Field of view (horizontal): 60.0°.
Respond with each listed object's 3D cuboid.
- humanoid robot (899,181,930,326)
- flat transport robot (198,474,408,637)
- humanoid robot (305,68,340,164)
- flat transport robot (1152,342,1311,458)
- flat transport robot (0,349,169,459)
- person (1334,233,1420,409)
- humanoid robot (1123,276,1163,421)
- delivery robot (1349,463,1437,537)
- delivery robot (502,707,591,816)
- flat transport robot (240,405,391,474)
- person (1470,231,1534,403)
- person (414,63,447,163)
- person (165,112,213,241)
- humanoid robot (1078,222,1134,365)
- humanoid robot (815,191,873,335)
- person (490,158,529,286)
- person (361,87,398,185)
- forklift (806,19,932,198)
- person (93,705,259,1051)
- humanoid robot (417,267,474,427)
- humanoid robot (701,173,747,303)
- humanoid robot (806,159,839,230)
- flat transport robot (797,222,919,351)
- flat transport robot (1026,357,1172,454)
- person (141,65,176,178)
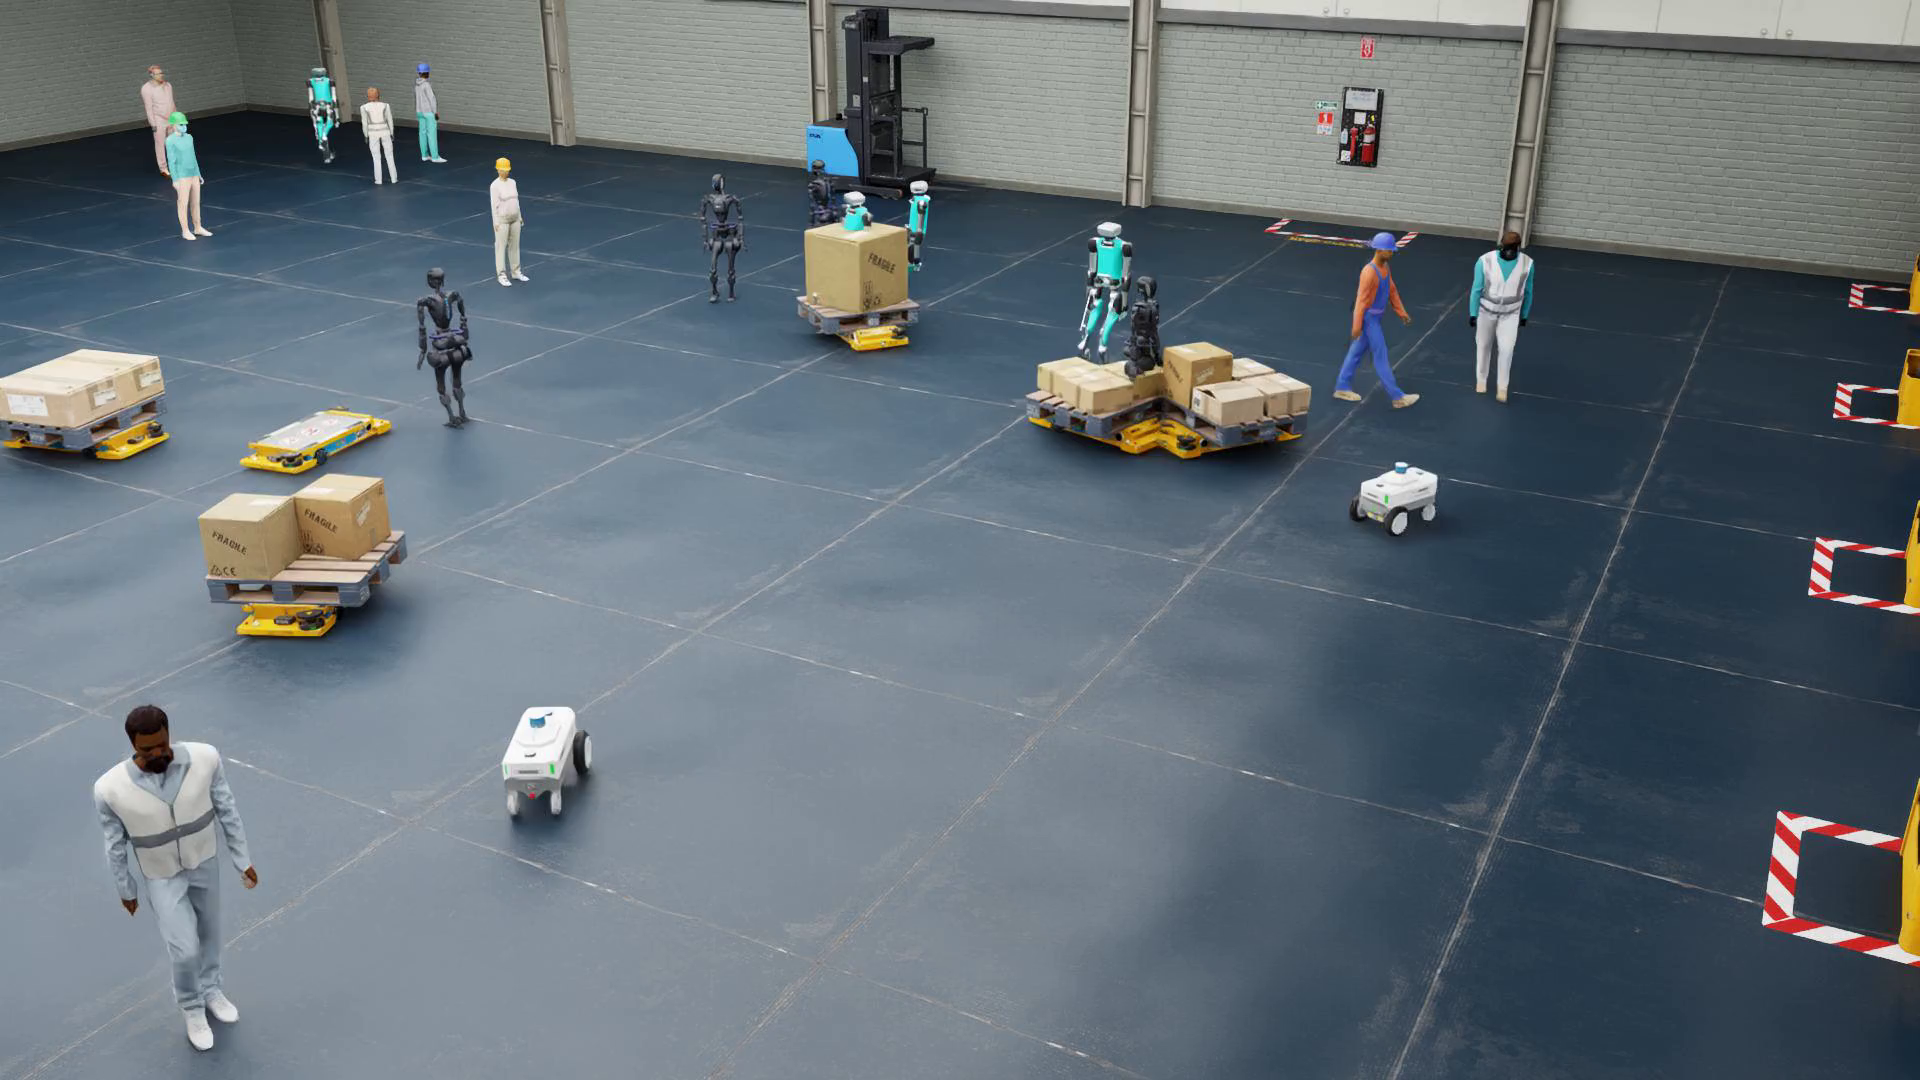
[{"bbox_3d":[-0.719,-3.517,20.450,0.719,1.767,0.530,-3,23,-6],"label":"humanoid robot"},{"bbox_3d":[-5.143,0.385,13.268,0.659,0.231,1.431,1,23,3],"label":"flat transport robot"},{"bbox_3d":[-11.476,-7.572,29.928,0.550,1.723,1.042,0,23,0],"label":"humanoid robot"},{"bbox_3d":[2.691,-1.085,16.690,1.431,0.231,0.659,-11,26,-24],"label":"flat transport robot"},{"bbox_3d":[-8.726,-1.052,16.613,1.431,0.231,0.659,7,24,15],"label":"flat transport robot"},{"bbox_3d":[4.460,-2.305,17.515,0.994,1.853,0.520,12,26,26],"label":"person"},{"bbox_3d":[1.866,-1.818,16.621,0.594,1.638,0.597,14,27,30],"label":"humanoid robot"},{"bbox_3d":[3.846,-0.373,14.692,0.790,0.614,0.499,-16,28,-32],"label":"delivery robot"},{"bbox_3d":[-2.670,1.366,10.610,0.499,0.587,0.788,-1,23,-1],"label":"delivery robot"},{"bbox_3d":[-6.374,-0.999,16.489,0.659,0.231,1.431,8,25,19],"label":"flat transport robot"},{"bbox_3d":[5.753,-2.385,17.756,0.641,1.810,0.788,6,24,14],"label":"person"},{"bbox_3d":[-9.753,-7.813,30.443,0.543,1.776,0.358,17,29,35],"label":"person"},{"bbox_3d":[-11.504,-5.419,24.748,0.366,1.870,0.529,9,25,21],"label":"person"},{"bbox_3d":[1.535,-2.553,18.219,0.532,1.777,0.657,14,27,29],"label":"humanoid robot"},{"bbox_3d":[-1.478,-3.234,19.862,0.893,1.784,0.560,-16,28,-32],"label":"humanoid robot"},{"bbox_3d":[-6.073,-4.280,22.319,0.333,1.693,0.468,14,27,30],"label":"person"},{"bbox_3d":[-9.977,-6.938,28.572,0.514,1.641,0.309,-10,25,-22],"label":"person"},{"bbox_3d":[-1.573,-7.292,27.850,1.873,2.768,1.129,12,26,25],"label":"forklift"},{"bbox_3d":[-3.837,1.659,8.250,0.607,1.897,0.597,21,31,40],"label":"person"},{"bbox_3d":[-5.239,-1.952,16.938,0.313,1.659,0.609,19,29,37],"label":"humanoid robot"},{"bbox_3d":[-3.028,-3.882,21.416,0.591,1.654,0.340,2,23,5],"label":"humanoid robot"},{"bbox_3d":[-1.756,-4.284,22.356,0.572,1.638,0.608,15,27,31],"label":"humanoid robot"},{"bbox_3d":[-1.230,-2.595,20.204,0.659,0.231,1.431,-11,25,-23],"label":"flat transport robot"},{"bbox_3d":[1.446,-1.199,16.955,1.431,0.231,0.659,21,31,40],"label":"flat transport robot"},{"bbox_3d":[-13.965,-7.356,29.215,0.404,1.910,0.641,9,25,20],"label":"person"}]
